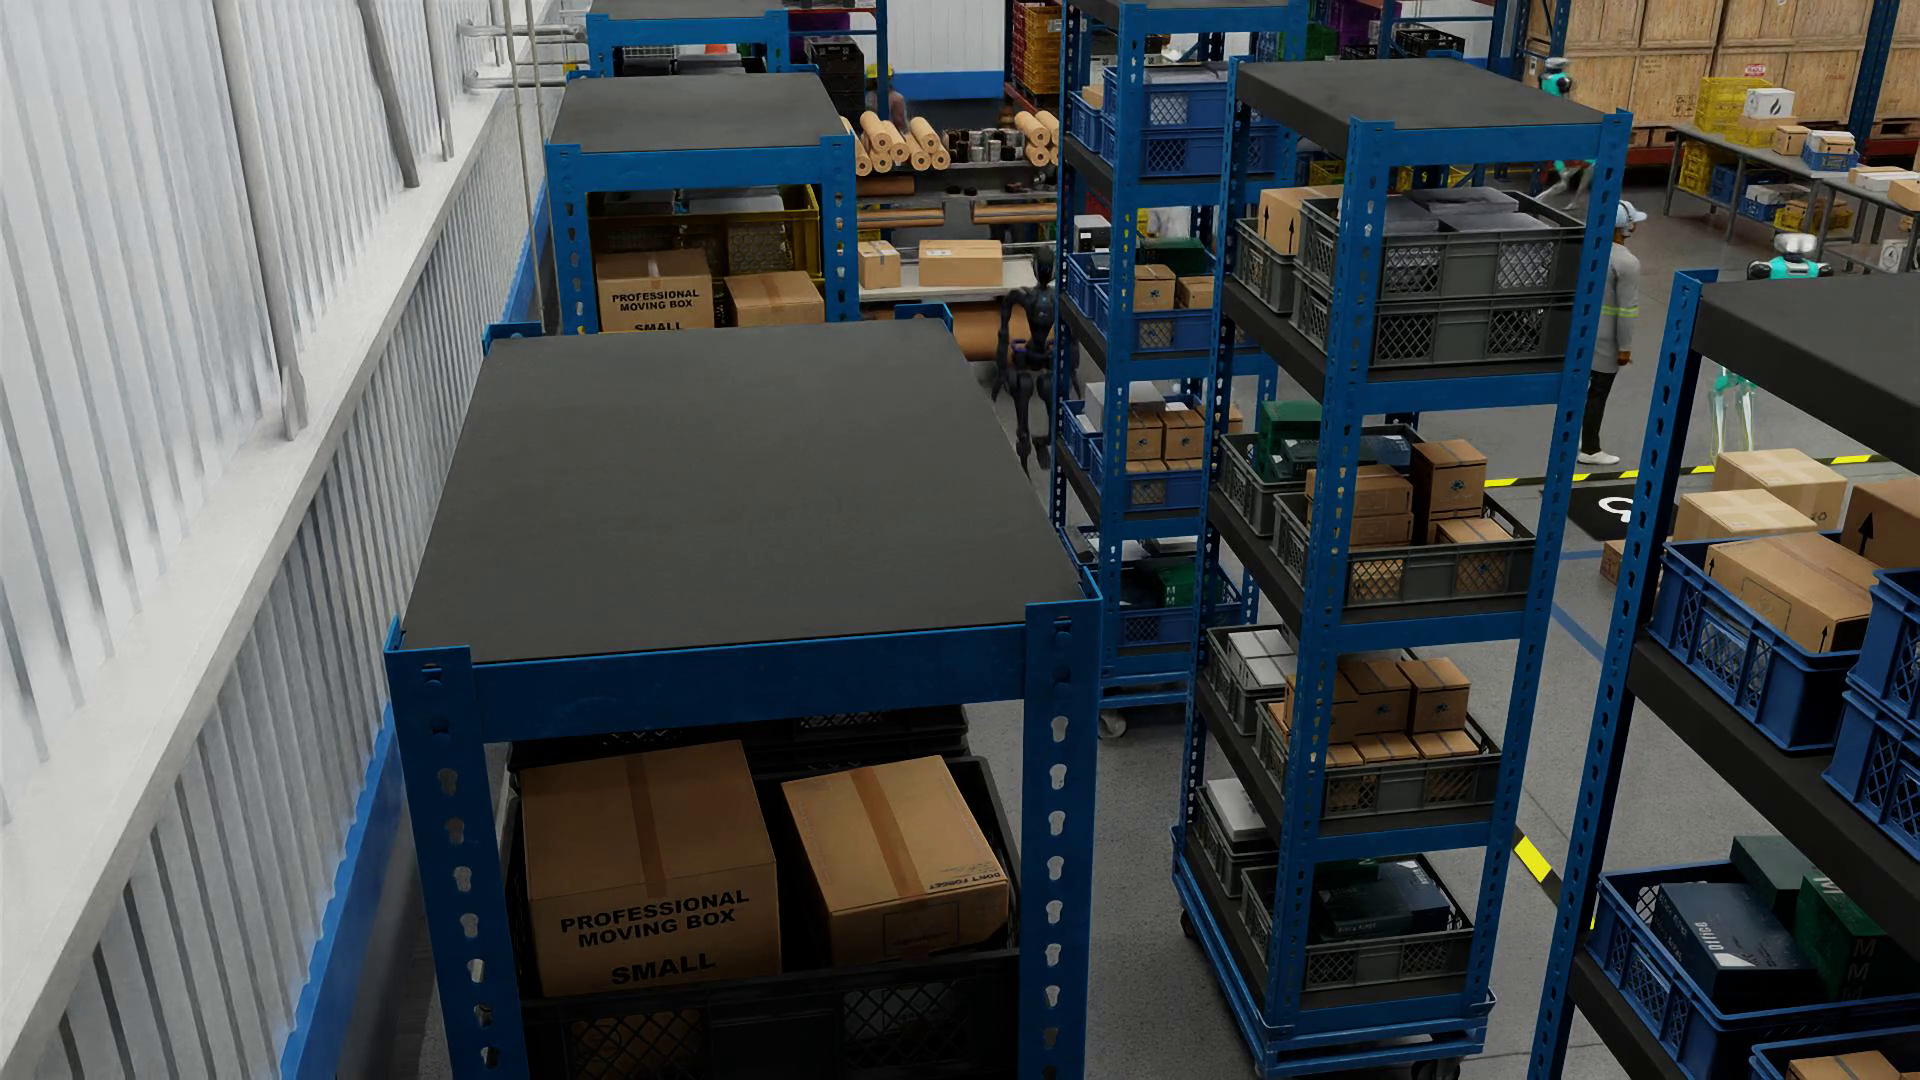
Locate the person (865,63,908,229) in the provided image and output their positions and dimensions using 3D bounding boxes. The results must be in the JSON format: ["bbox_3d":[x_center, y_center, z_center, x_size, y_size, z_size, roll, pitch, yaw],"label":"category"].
[{"bbox_3d":[-0.844,-4.219,17.758,0.511,1.688,0.834,-12,27,-24],"label":"person"}]

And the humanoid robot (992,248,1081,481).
[{"bbox_3d":[0.502,-1.154,11.114,0.599,1.642,0.474,-2,25,-5],"label":"humanoid robot"}]

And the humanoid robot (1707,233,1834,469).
[{"bbox_3d":[5.366,-1.300,11.209,0.533,1.676,0.735,1,25,2],"label":"humanoid robot"}]

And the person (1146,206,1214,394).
[{"bbox_3d":[1.686,-2.075,12.951,0.537,1.819,0.916,-7,26,-15],"label":"person"}]

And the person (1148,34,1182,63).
[{"bbox_3d":[2.325,-5.035,19.356,0.564,1.846,0.390,-18,30,-34],"label":"person"}]

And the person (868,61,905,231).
[{"bbox_3d":[-0.801,-4.153,17.532,0.326,1.766,0.532,-21,32,-38],"label":"person"}]

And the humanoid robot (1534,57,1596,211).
[{"bbox_3d":[6.557,-4.320,17.942,1.032,1.730,0.562,-4,25,-10],"label":"humanoid robot"}]

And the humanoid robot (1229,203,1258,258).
[{"bbox_3d":[2.784,-3.567,16.368,0.603,1.655,0.313,2,25,5],"label":"humanoid robot"}]

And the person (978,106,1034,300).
[{"bbox_3d":[0.424,-2.955,14.892,0.539,1.794,0.948,-2,25,-5],"label":"person"}]

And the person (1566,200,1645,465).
[{"bbox_3d":[4.456,-1.431,11.515,0.368,1.852,0.592,-8,26,-17],"label":"person"}]

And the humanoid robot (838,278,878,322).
[{"bbox_3d":[-0.714,-0.890,10.609,0.593,1.625,0.785,-11,27,-23],"label":"humanoid robot"}]

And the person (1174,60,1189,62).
[{"bbox_3d":[2.209,-3.997,17.109,0.431,1.841,0.623,-14,28,-28],"label":"person"}]

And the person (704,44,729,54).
[{"bbox_3d":[-2.506,-4.233,17.397,0.607,2.039,0.395,0,25,0],"label":"person"}]

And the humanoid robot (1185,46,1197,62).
[{"bbox_3d":[2.253,-4.582,18.536,0.847,1.779,0.566,0,25,-1],"label":"humanoid robot"}]

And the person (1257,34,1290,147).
[{"bbox_3d":[3.353,-4.660,18.516,0.893,1.880,0.607,-11,27,-23],"label":"person"}]
